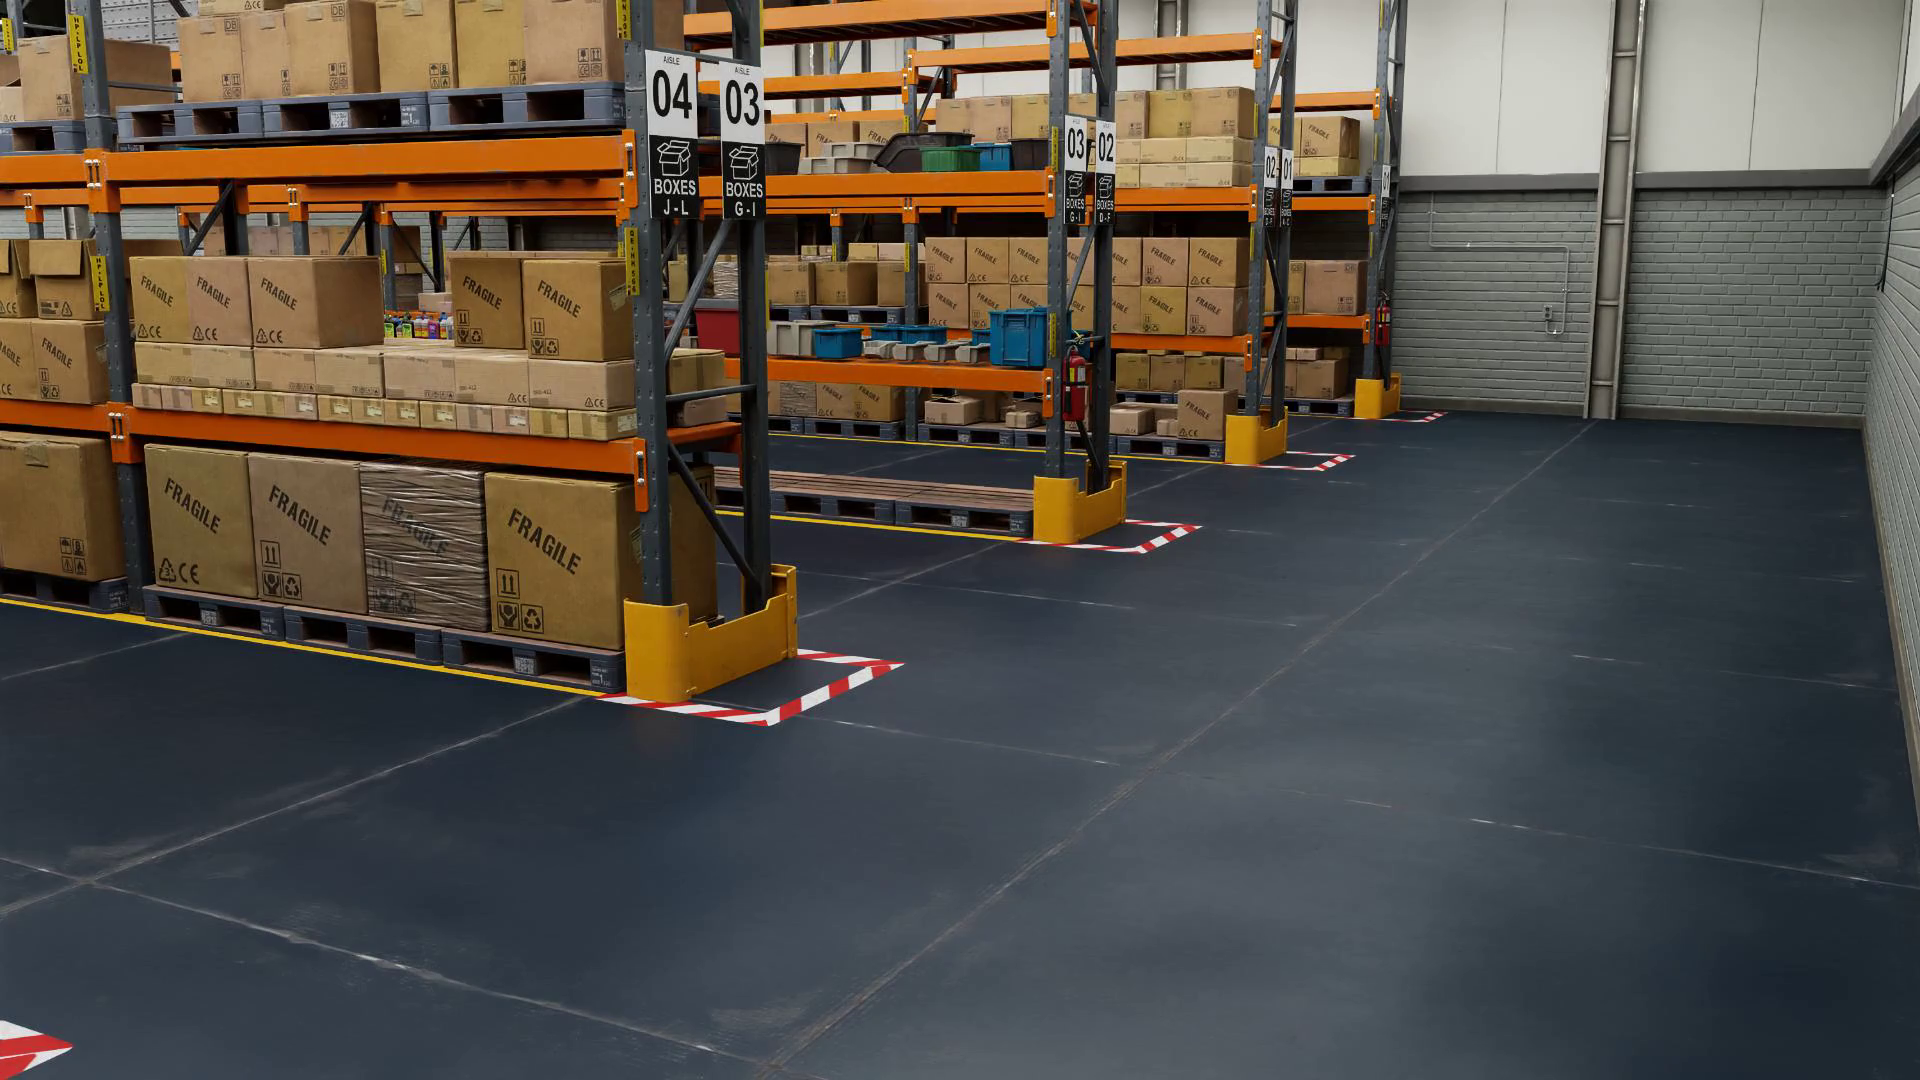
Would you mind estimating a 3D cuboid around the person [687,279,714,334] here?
[{"bbox_3d":[-2.858,-1.967,18.550,0.314,1.871,0.529,5,12,27],"label":"person"}]
